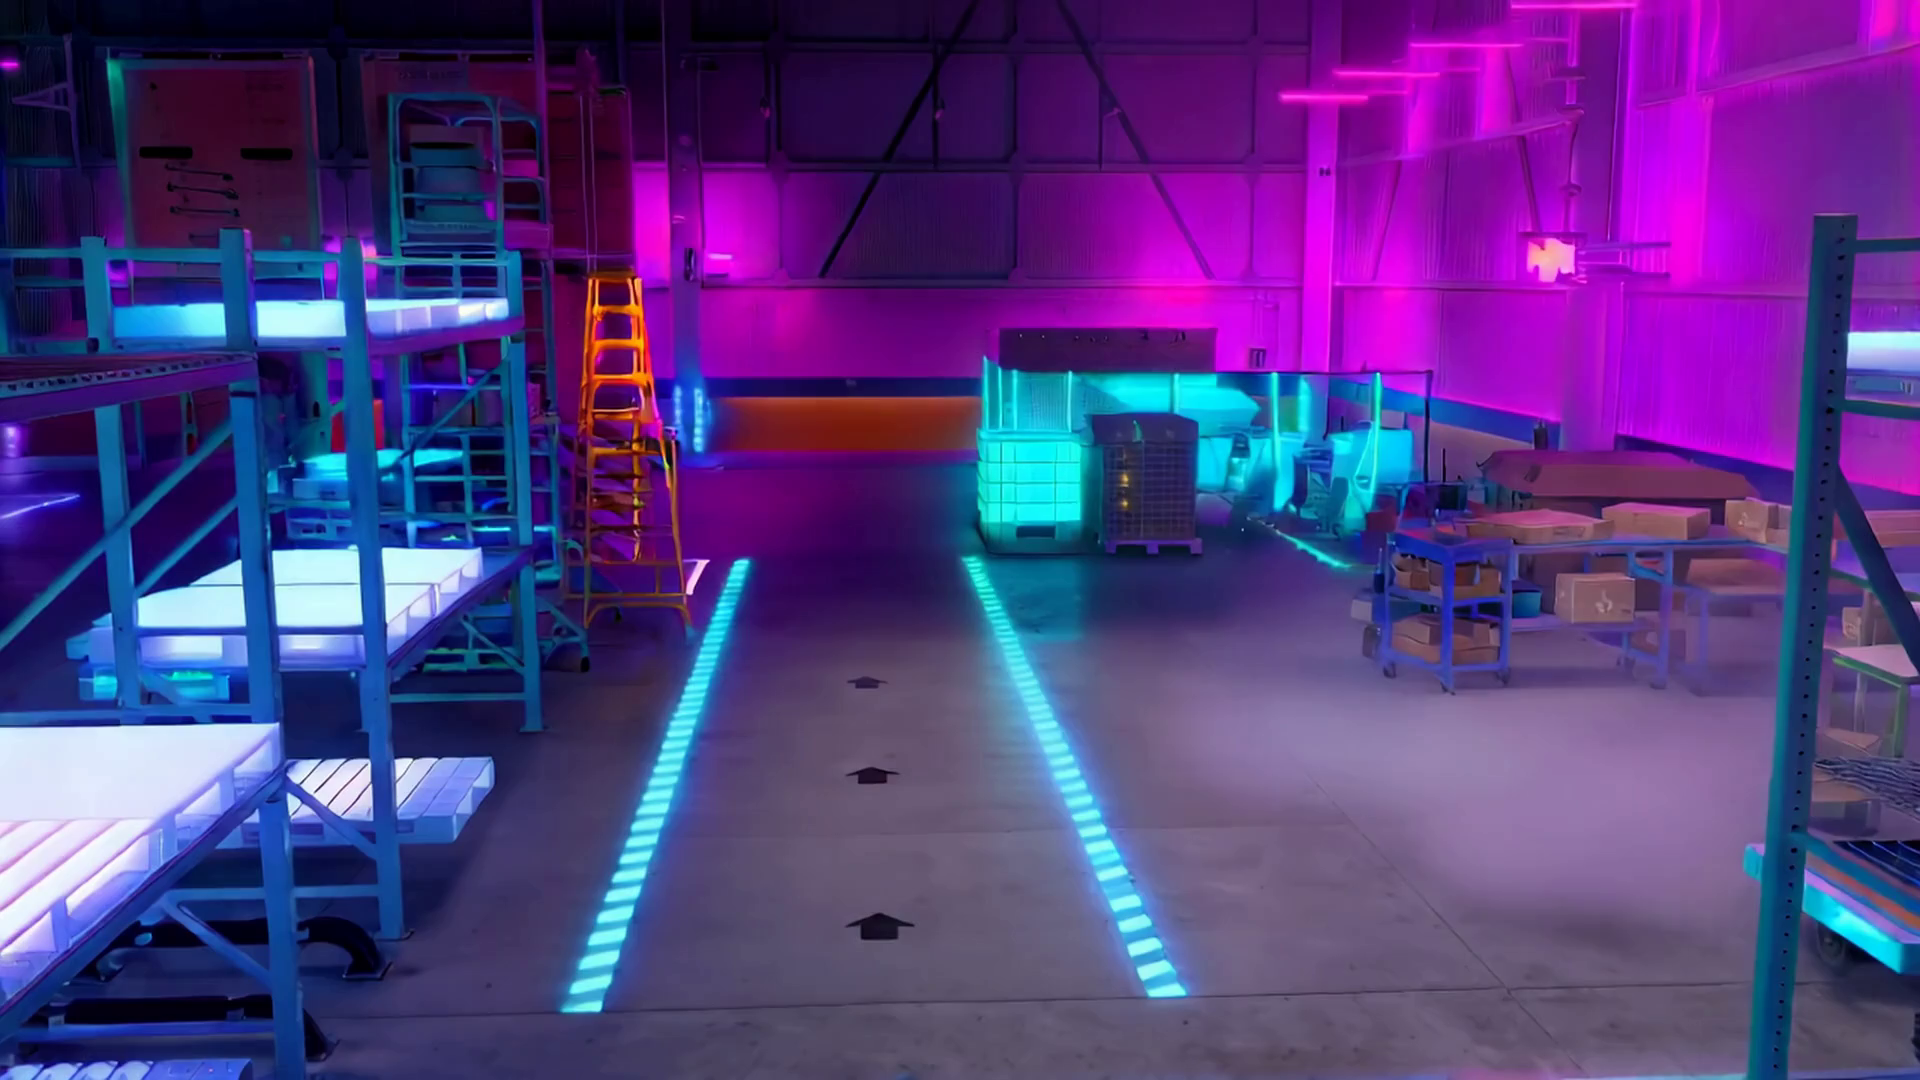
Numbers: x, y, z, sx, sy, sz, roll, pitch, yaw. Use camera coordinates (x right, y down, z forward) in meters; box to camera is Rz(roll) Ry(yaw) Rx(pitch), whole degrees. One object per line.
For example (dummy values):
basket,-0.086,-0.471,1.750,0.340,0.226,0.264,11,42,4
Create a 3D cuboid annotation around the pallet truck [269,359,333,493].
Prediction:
pallet truck,-7.062,-1.131,18.996,1.885,1.965,0.823,2,9,13
